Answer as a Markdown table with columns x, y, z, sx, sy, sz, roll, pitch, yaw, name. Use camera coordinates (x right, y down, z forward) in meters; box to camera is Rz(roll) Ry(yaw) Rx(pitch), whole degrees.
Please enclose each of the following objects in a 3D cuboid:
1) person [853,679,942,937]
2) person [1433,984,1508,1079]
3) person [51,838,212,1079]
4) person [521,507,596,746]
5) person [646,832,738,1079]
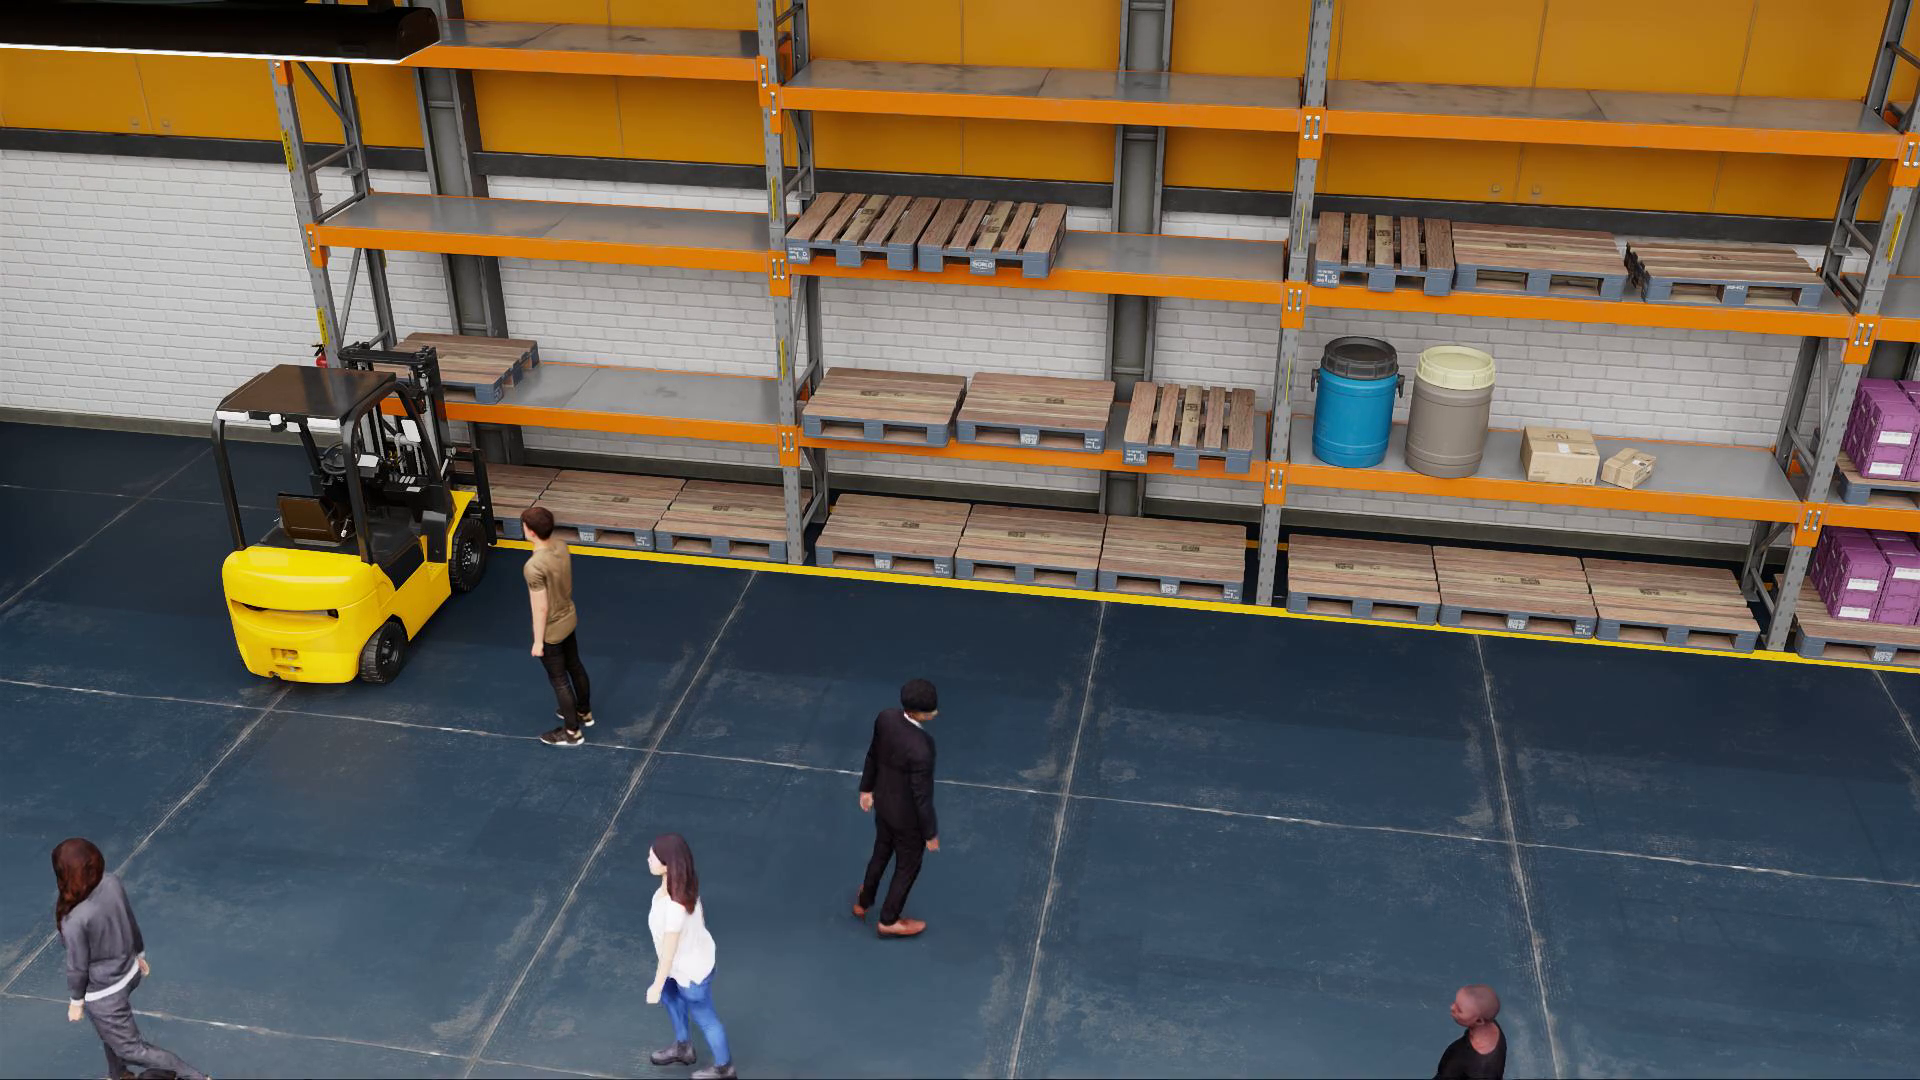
| x | y | z | sx | sy | sz | roll | pitch | yaw | name |
| --- | --- | --- | --- | --- | --- | --- | --- | --- | --- |
| -0.418 | 1.601 | 9.906 | 0.942 | 1.842 | 0.990 | 25 | 37 | 37 | person |
| 2.480 | 2.795 | 7.866 | 1.212 | 1.700 | 0.778 | 11 | 31 | 19 | person |
| -4.357 | 2.320 | 8.693 | 1.109 | 1.741 | 0.731 | 0 | 29 | 0 | person |
| -2.857 | 0.599 | 11.735 | 0.553 | 1.851 | 0.667 | 6 | 29 | 11 | person |
| -1.348 | 2.270 | 8.863 | 0.798 | 1.667 | 0.729 | -4 | 29 | -8 | person |
